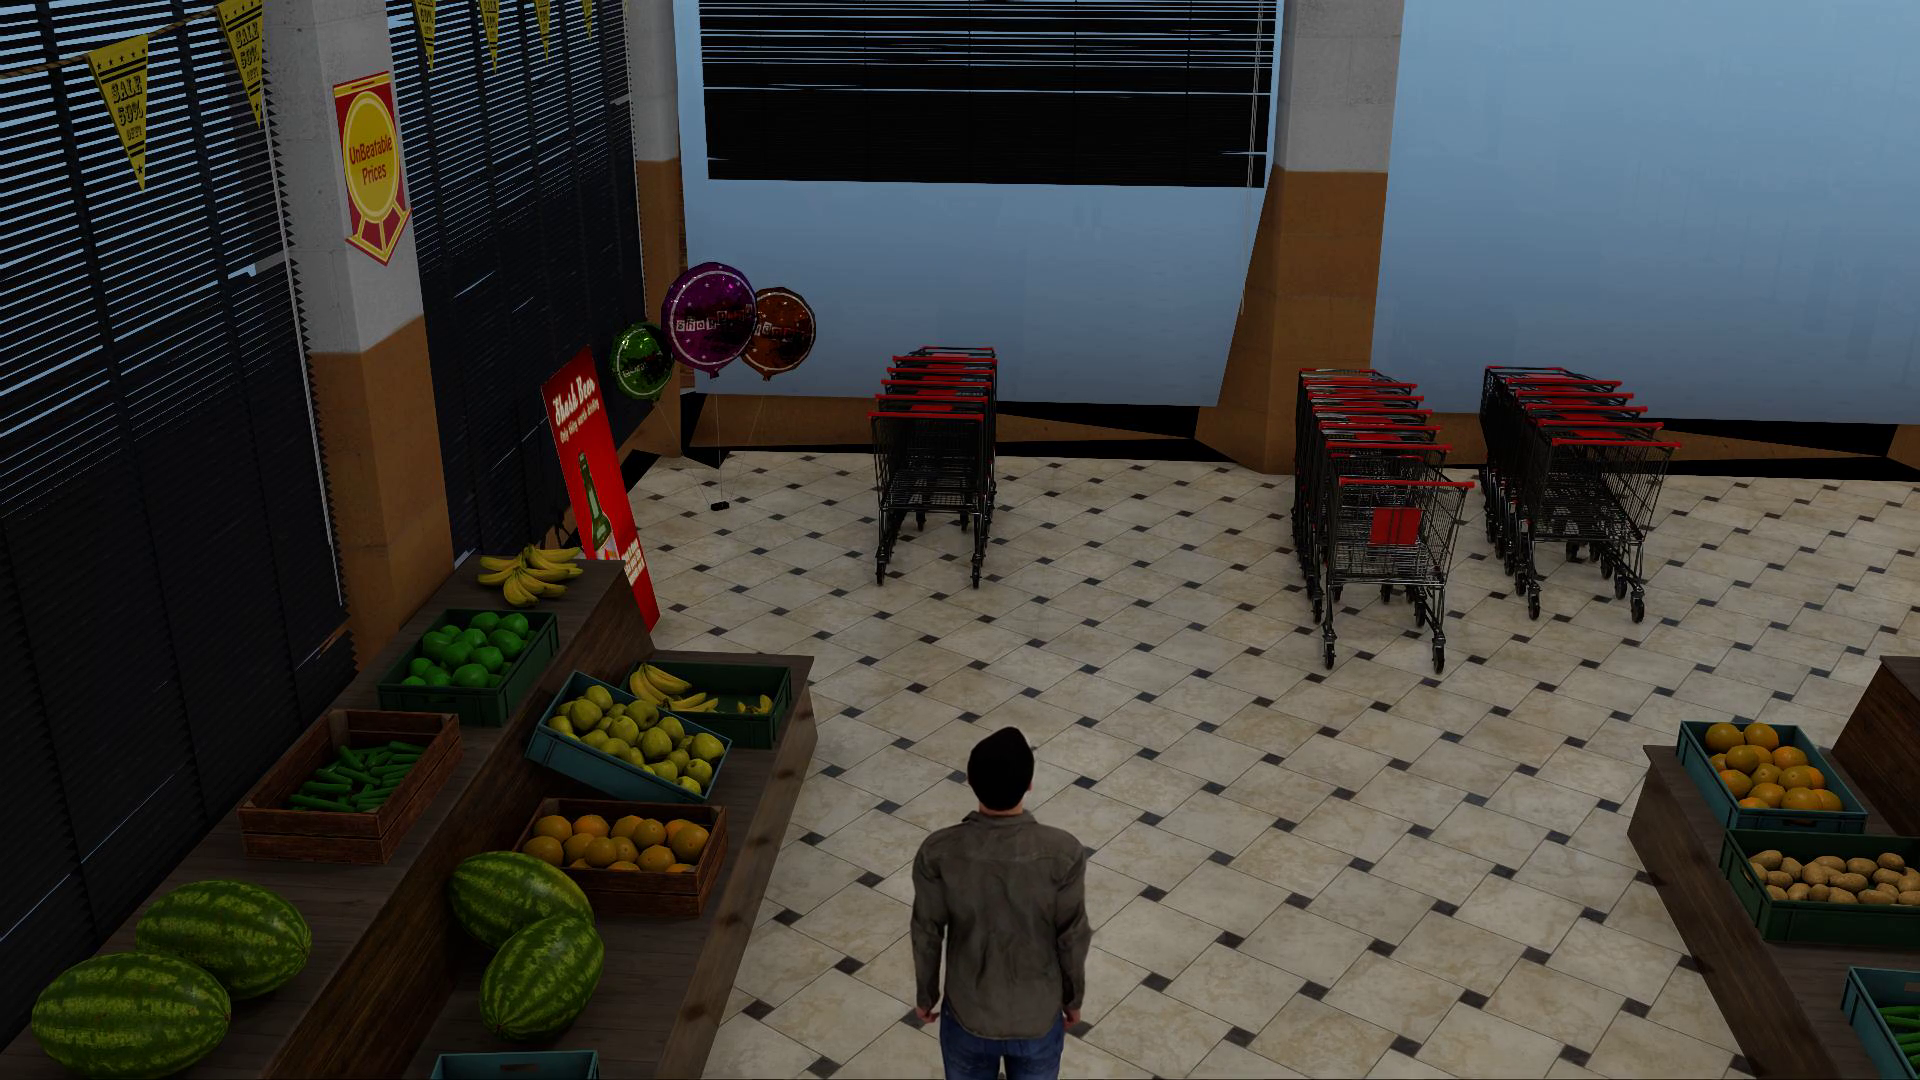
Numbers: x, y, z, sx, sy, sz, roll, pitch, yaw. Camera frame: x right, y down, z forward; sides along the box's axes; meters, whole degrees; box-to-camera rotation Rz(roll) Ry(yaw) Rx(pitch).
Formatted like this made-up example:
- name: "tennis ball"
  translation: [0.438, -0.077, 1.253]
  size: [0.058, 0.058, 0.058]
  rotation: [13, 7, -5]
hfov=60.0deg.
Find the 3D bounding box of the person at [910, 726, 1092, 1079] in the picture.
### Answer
- name: "person"
  translation: [0.125, 1.430, 5.065]
  size: [0.715, 1.864, 0.606]
  rotation: [0, 22, 0]
